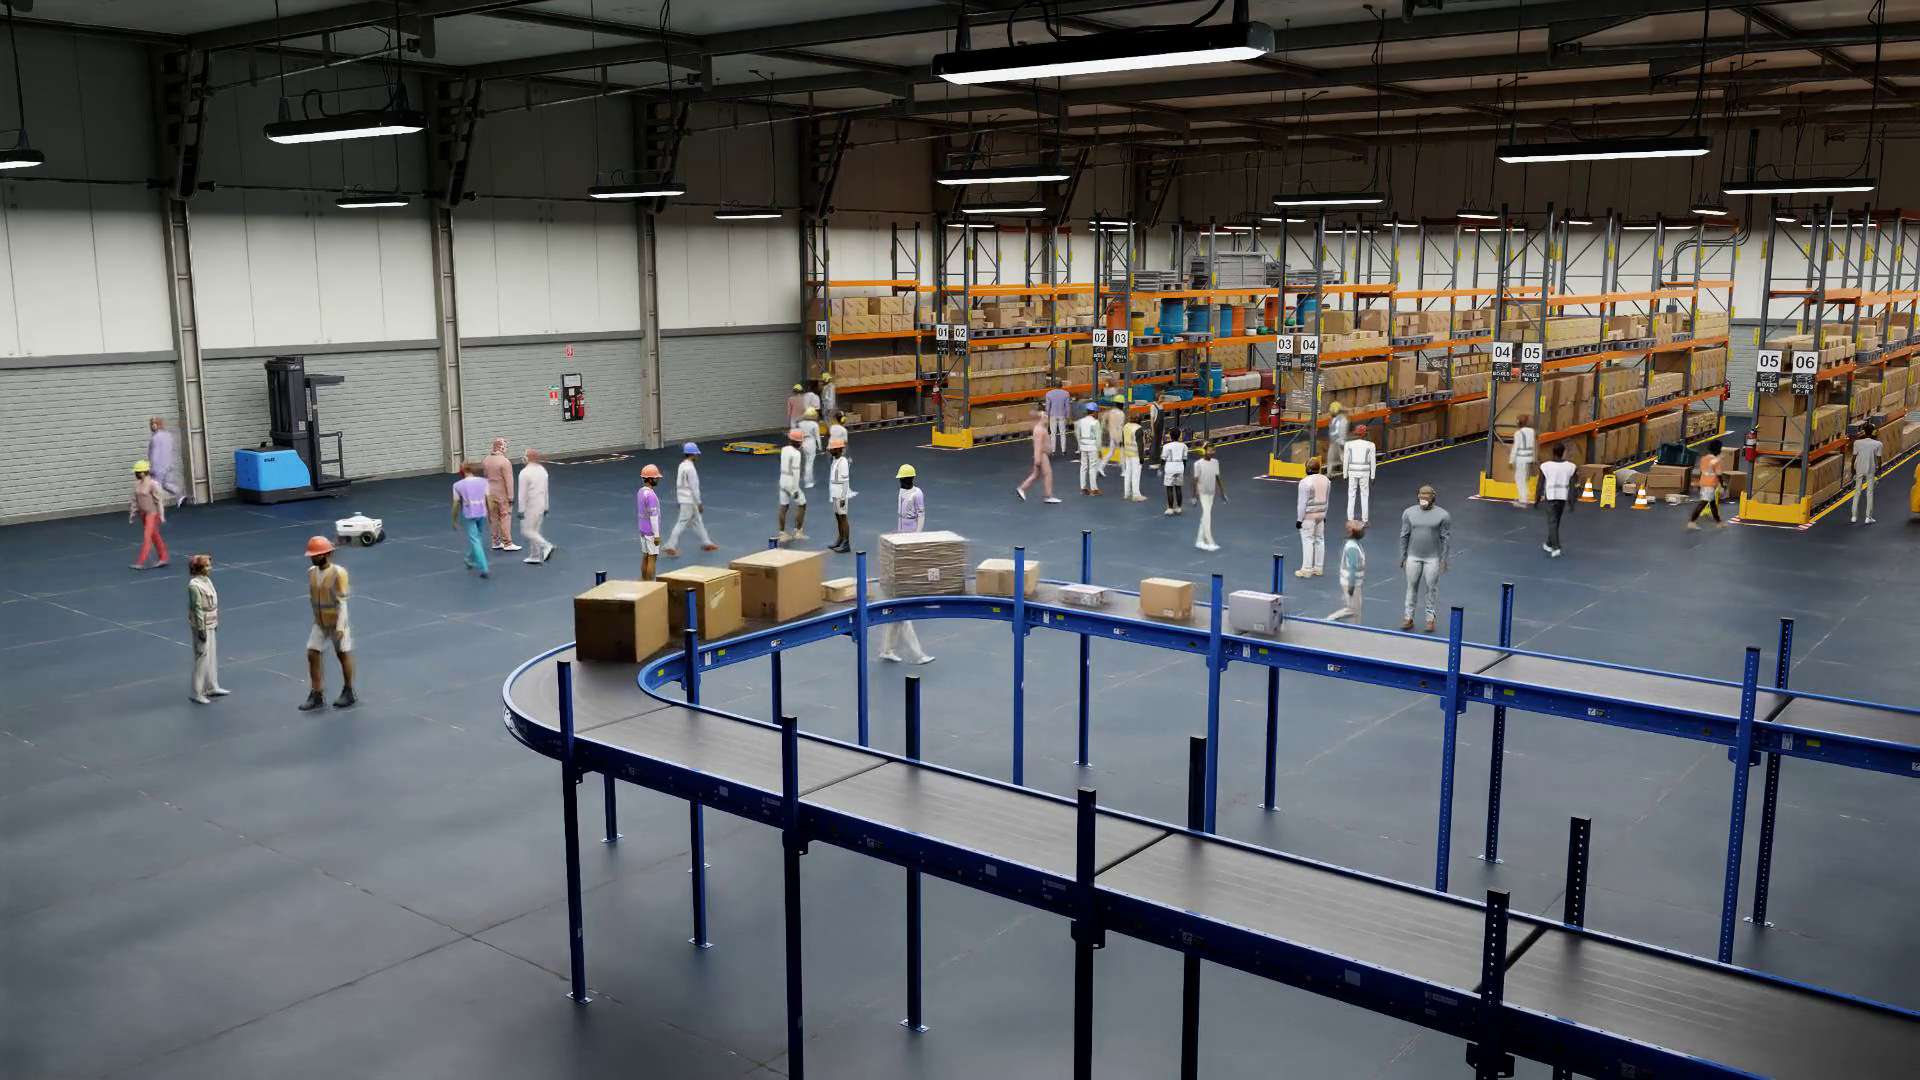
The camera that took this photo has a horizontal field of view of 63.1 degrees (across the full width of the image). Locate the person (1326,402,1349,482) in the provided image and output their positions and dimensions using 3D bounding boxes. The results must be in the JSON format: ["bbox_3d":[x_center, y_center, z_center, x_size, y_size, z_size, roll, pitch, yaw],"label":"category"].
[{"bbox_3d":[8.478,-2.187,34.792,0.869,1.786,0.610,-4,11,-21],"label":"person"}]

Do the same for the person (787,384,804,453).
[{"bbox_3d":[-4.139,-3.094,39.906,0.572,1.767,0.333,-1,10,-3],"label":"person"}]

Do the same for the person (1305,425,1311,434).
[{"bbox_3d":[10.256,-3.993,44.314,1.029,2.000,0.685,-7,12,-35],"label":"person"}]

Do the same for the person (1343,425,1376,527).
[{"bbox_3d":[7.356,-1.184,28.827,0.582,1.882,0.338,4,11,20],"label":"person"}]

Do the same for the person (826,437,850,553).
[{"bbox_3d":[-2.056,-0.767,26.329,0.375,1.935,0.551,-4,11,-19],"label":"person"}]

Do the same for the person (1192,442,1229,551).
[{"bbox_3d":[4.270,-0.731,26.424,0.524,1.842,0.810,-7,12,-35],"label":"person"}]

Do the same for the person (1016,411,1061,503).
[{"bbox_3d":[1.582,-1.690,31.692,0.864,1.882,0.645,1,10,4],"label":"person"}]

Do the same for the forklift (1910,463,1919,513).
[{"bbox_3d":[19.034,-1.348,28.998,2.313,2.155,1.214,8,13,37],"label":"forklift"}]

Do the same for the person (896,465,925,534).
[{"bbox_3d":[-0.753,-0.147,22.865,0.379,1.925,0.594,-6,12,-32],"label":"person"}]

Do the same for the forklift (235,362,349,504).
[{"bbox_3d":[-13.803,-2.244,32.110,1.129,2.768,1.873,8,13,37],"label":"forklift"}]

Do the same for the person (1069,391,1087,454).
[{"bbox_3d":[2.996,-3.003,39.822,0.389,1.605,0.543,-8,13,-39],"label":"person"}]

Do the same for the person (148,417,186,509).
[{"bbox_3d":[-15.456,-1.445,30.275,0.631,1.892,0.670,-1,10,-8],"label":"person"}]

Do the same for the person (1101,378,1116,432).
[{"bbox_3d":[4.224,-3.781,44.288,0.875,1.583,0.517,-8,13,-40],"label":"person"}]

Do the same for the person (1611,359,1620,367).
[{"bbox_3d":[20.907,-4.924,50.058,0.625,1.814,0.513,-6,12,-30],"label":"person"}]

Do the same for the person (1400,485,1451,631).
[{"bbox_3d":[6.135,0.232,20.700,0.635,1.937,0.352,5,11,26],"label":"person"}]

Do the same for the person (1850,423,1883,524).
[{"bbox_3d":[16.938,-1.249,29.255,0.518,1.862,0.323,9,14,42],"label":"person"}]

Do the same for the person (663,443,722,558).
[{"bbox_3d":[-4.484,-0.665,25.894,1.016,1.895,0.639,-4,11,-20],"label":"person"}]

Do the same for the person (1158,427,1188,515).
[{"bbox_3d":[4.114,-1.322,30.132,0.572,1.695,0.315,-4,11,-24],"label":"person"}]

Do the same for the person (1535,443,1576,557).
[{"bbox_3d":[9.920,-0.685,26.051,0.605,1.880,0.976,0,10,2],"label":"person"}]

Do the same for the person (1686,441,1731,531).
[{"bbox_3d":[13.613,-0.983,28.363,0.887,1.643,0.545,0,10,-2],"label":"person"}]

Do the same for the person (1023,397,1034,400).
[{"bbox_3d":[2.051,-4.357,46.566,0.381,1.927,0.542,-5,11,-27],"label":"person"}]

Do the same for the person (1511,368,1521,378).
[{"bbox_3d":[15.120,-3.702,42.686,0.397,1.992,0.623,-2,10,-12],"label":"person"}]

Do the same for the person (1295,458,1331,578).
[{"bbox_3d":[5.439,-0.348,24.243,0.625,1.843,0.430,-7,12,-34],"label":"person"}]

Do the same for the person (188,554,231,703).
[{"bbox_3d":[-8.431,0.985,17.408,0.441,1.652,0.531,-2,10,-13],"label":"person"}]

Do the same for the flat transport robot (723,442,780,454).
[{"bbox_3d":[-5.364,-2.375,40.186,1.431,0.197,0.652,8,13,37],"label":"flat transport robot"}]

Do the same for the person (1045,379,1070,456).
[{"bbox_3d":[2.456,-3.099,39.449,0.629,1.940,0.376,0,10,-1],"label":"person"}]

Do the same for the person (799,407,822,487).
[{"bbox_3d":[-3.200,-2.025,33.988,0.514,1.717,0.685,6,12,32],"label":"person"}]

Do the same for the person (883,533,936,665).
[{"bbox_3d":[-0.614,0.720,18.880,0.825,1.594,0.546,5,11,26],"label":"person"}]

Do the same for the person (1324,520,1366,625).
[{"bbox_3d":[4.898,0.544,19.817,0.524,1.617,0.518,4,11,23],"label":"person"}]

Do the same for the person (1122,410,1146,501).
[{"bbox_3d":[3.587,-1.737,32.058,0.429,1.841,0.633,-5,11,-27],"label":"person"}]

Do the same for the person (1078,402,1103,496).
[{"bbox_3d":[2.738,-1.905,32.736,0.418,1.942,0.627,-9,14,-42],"label":"person"}]

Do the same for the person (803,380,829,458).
[{"bbox_3d":[-3.570,-3.045,39.158,0.901,1.929,0.623,-7,12,-33],"label":"person"}]

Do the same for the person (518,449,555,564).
[{"bbox_3d":[-6.815,-0.529,25.127,0.591,1.885,0.660,3,11,17],"label":"person"}]

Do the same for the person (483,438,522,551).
[{"bbox_3d":[-7.741,-0.770,26.448,0.639,1.903,0.409,7,12,36],"label":"person"}]

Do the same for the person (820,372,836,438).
[{"bbox_3d":[-3.653,-3.737,43.382,0.423,1.812,0.611,-4,11,-24],"label":"person"}]

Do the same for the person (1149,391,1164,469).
[{"bbox_3d":[4.649,-2.596,36.908,0.329,1.840,0.503,7,12,36],"label":"person"}]

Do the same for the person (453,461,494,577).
[{"bbox_3d":[-7.609,-0.342,24.370,0.583,1.779,1.008,-10,14,-44],"label":"person"}]

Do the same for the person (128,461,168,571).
[{"bbox_3d":[-12.916,-0.378,24.693,0.553,1.725,0.850,5,11,27],"label":"person"}]

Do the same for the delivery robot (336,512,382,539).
[{"bbox_3d":[-10.410,-0.237,27.095,0.707,0.478,0.477,0,10,2],"label":"delivery robot"}]

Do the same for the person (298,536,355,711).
[{"bbox_3d":[-6.887,0.913,16.934,0.567,1.905,0.781,4,11,20],"label":"person"}]

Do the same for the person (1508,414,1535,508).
[{"bbox_3d":[11.165,-1.589,31.166,0.625,1.859,0.593,-7,12,-35],"label":"person"}]

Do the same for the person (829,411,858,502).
[{"bbox_3d":[-2.344,-1.719,31.949,0.861,1.837,0.554,-7,13,-36],"label":"person"}]

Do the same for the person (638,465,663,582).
[{"bbox_3d":[-4.487,-0.135,22.772,0.361,1.938,0.545,-6,12,-30],"label":"person"}]

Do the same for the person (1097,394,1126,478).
[{"bbox_3d":[3.505,-2.351,35.367,0.876,1.896,0.594,-5,11,-28],"label":"person"}]

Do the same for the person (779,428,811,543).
[{"bbox_3d":[-2.861,-0.945,27.123,0.702,2.003,0.652,-8,13,-40],"label":"person"}]
